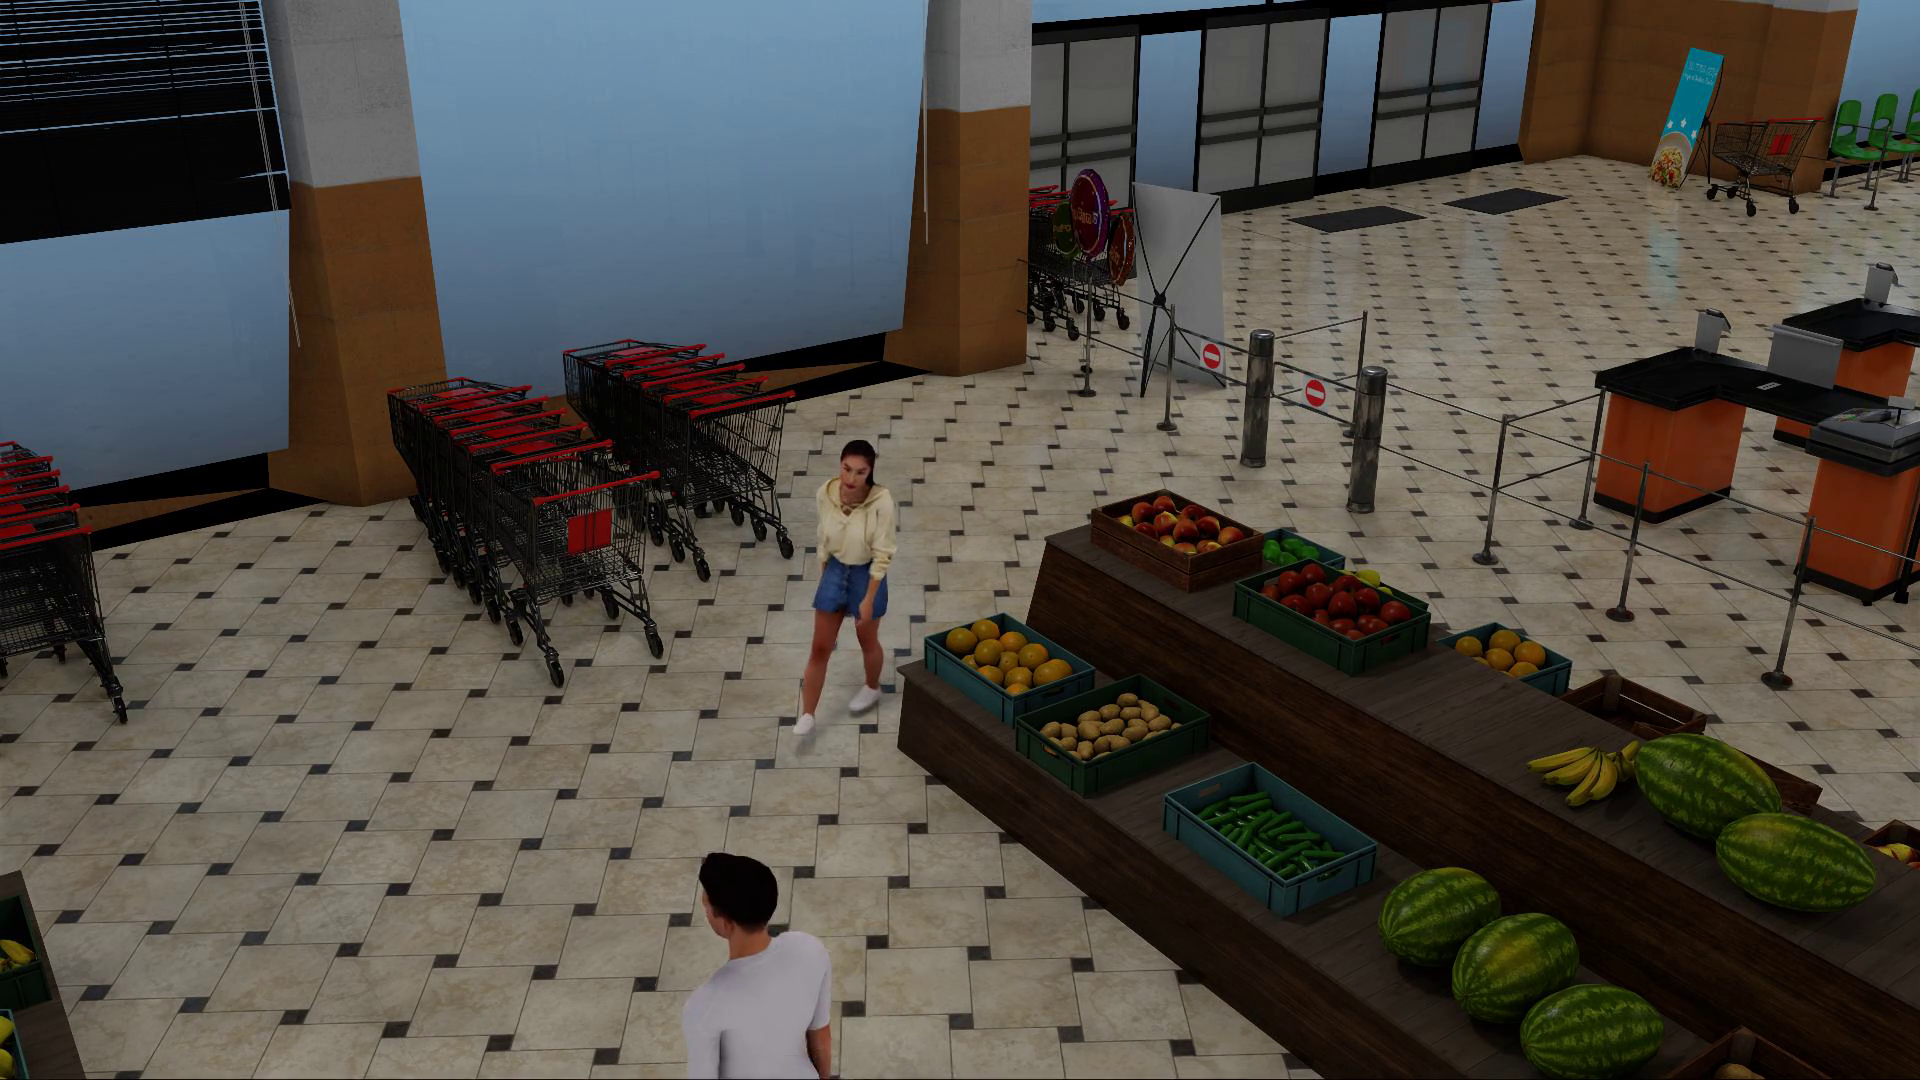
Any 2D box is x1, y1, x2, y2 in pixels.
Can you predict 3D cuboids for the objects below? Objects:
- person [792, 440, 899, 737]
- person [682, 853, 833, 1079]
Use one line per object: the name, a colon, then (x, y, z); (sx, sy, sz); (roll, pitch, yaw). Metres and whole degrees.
person: (-0.491, 0.215, 8.617); (1.041, 1.590, 1.029); (11, 26, 23)
person: (-0.513, 1.746, 4.821); (0.807, 1.829, 1.097); (-21, 31, -39)
